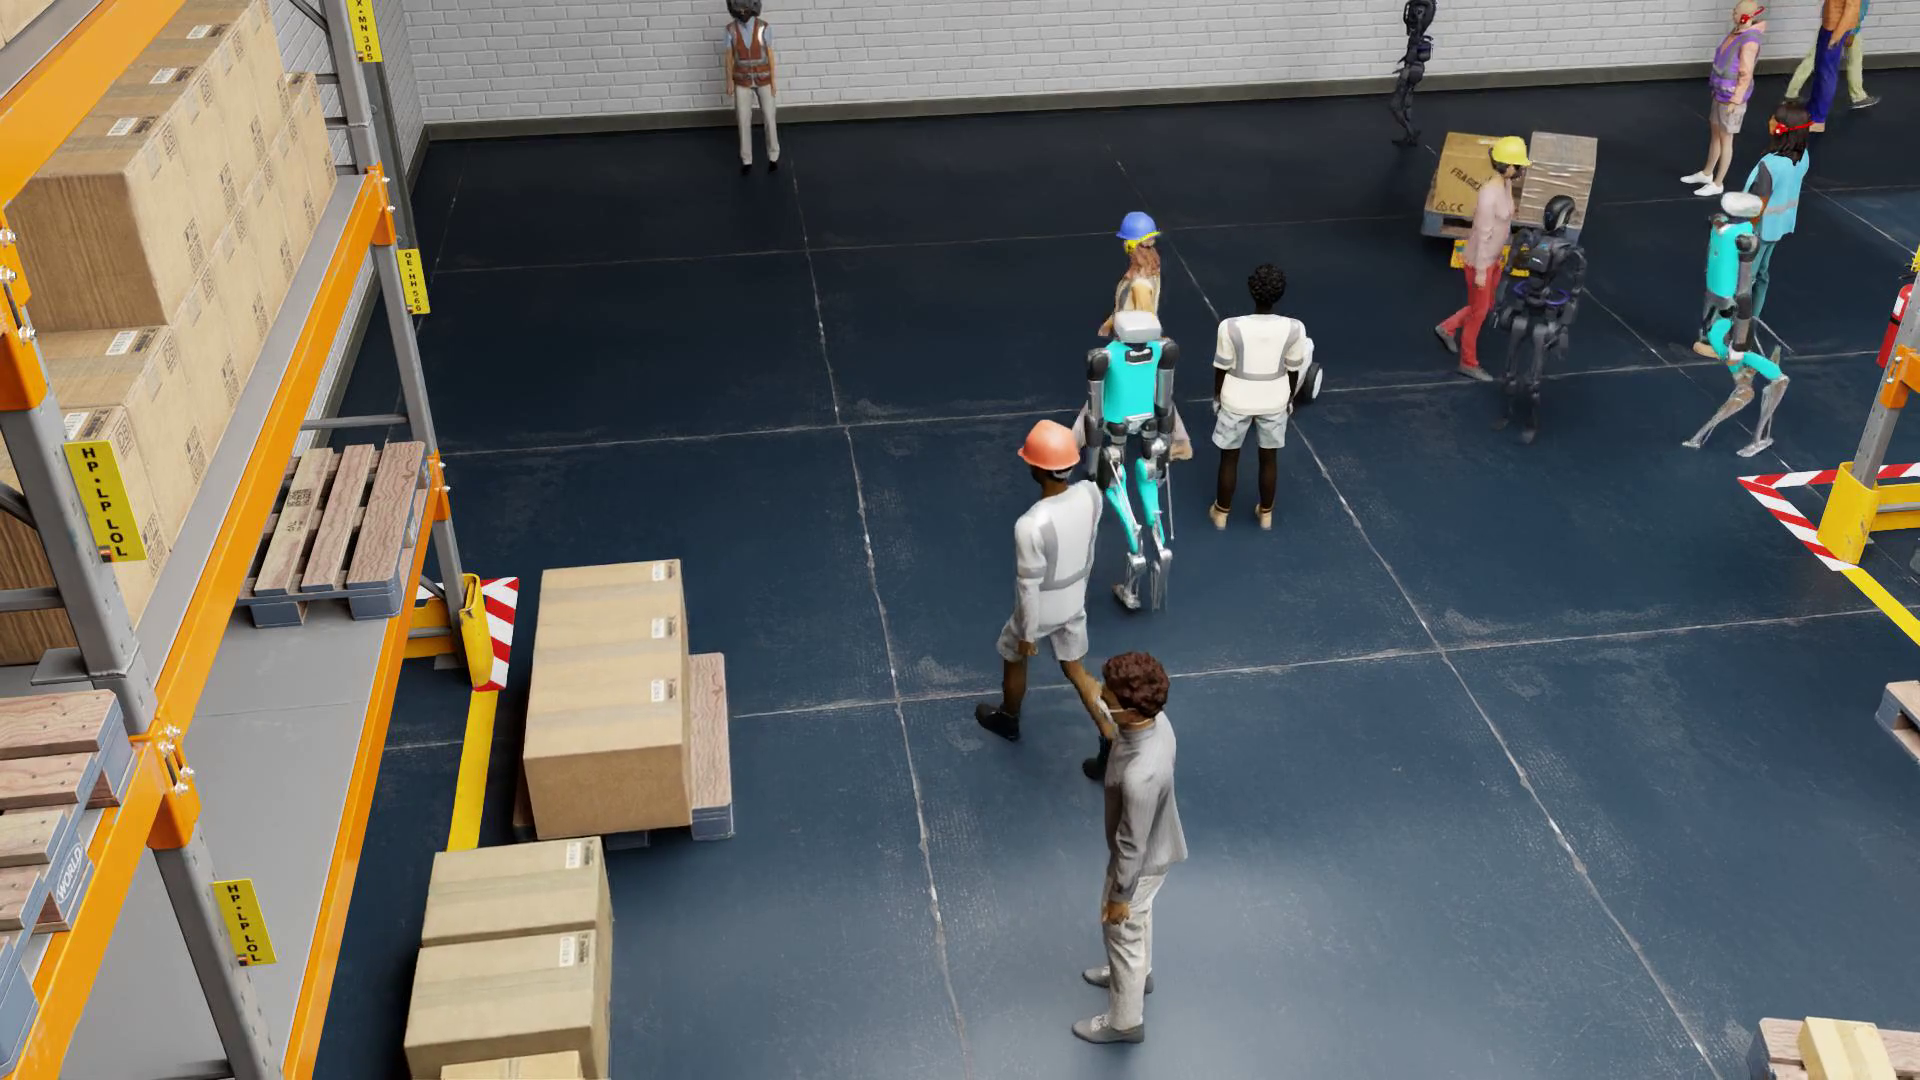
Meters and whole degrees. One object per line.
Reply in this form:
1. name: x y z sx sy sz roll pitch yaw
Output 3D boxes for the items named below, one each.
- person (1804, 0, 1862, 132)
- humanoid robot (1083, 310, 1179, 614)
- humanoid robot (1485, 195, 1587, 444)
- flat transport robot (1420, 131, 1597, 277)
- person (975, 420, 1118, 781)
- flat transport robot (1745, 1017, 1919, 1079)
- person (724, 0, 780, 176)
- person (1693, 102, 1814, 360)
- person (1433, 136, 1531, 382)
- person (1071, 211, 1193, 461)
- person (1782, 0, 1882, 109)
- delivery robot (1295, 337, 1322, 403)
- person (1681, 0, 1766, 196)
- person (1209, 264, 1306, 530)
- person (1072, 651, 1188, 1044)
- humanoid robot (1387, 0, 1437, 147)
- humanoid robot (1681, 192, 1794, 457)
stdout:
1. person: 8.275 -4.874 15.760 0.383 1.977 0.516 8 34 12
2. humanoid robot: 0.995 -0.262 9.017 0.544 1.907 0.734 -12 35 -18
3. humanoid robot: 3.709 -1.446 10.779 0.591 1.649 0.331 28 42 36
4. flat transport robot: 4.466 -2.555 13.768 0.659 0.231 1.431 11 35 16
5. person: 0.471 0.301 7.903 0.554 1.901 0.927 -28 42 -36
6. flat transport robot: 3.605 2.486 6.043 0.659 0.231 1.431 4 33 6
7. person: -1.867 -4.069 14.794 0.463 1.676 0.364 -1 33 -2
8. person: 5.621 -2.153 11.692 0.519 1.866 0.391 -25 41 -33
9. person: 3.609 -1.943 11.471 0.438 1.755 0.535 19 38 27
10. person: 1.063 -1.248 10.443 0.960 1.699 0.449 9 34 13
11. person: 8.766 -5.080 16.335 0.938 1.691 0.604 -3 33 -4
12. delivery robot: 2.159 -1.126 11.335 0.499 0.614 0.802 15 36 21
13. person: 6.658 -3.830 14.418 0.349 1.692 0.481 2 33 3
14. person: 1.738 -0.817 9.805 0.528 1.688 0.323 -1 33 -2
15. person: 0.689 1.218 6.504 0.401 1.888 0.549 6 34 9
16. humanoid robot: 4.183 -4.452 15.379 0.345 1.646 0.600 8 34 12
17. humanoid robot: 5.074 -1.325 10.563 0.860 1.773 0.574 4 33 7
